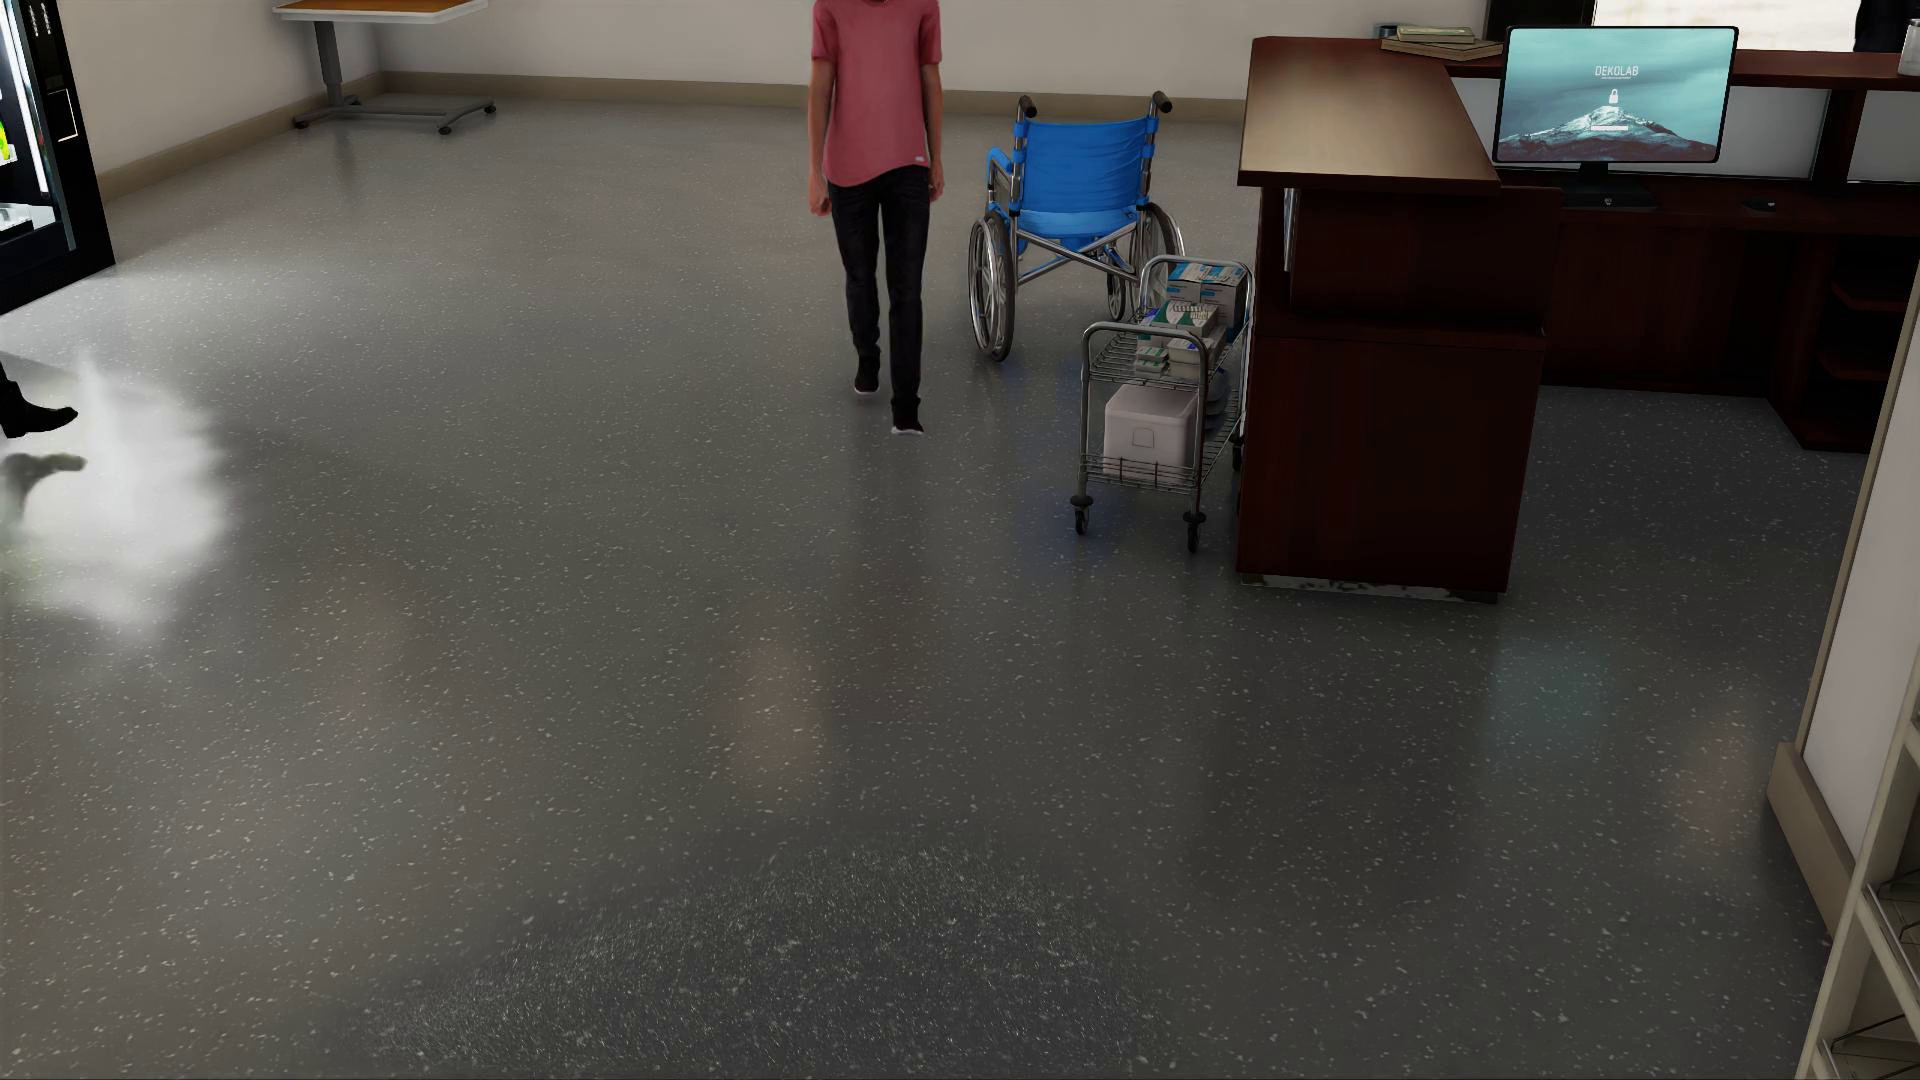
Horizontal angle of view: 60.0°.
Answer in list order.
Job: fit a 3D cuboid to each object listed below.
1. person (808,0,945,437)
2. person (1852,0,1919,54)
[{"bbox_3d":[-0.318,-1.387,6.262,0.899,1.903,1.287,-2,26,-5],"label":"person"},{"bbox_3d":[4.930,-2.550,8.925,0.733,1.684,0.580,-2,26,-5],"label":"person"}]
